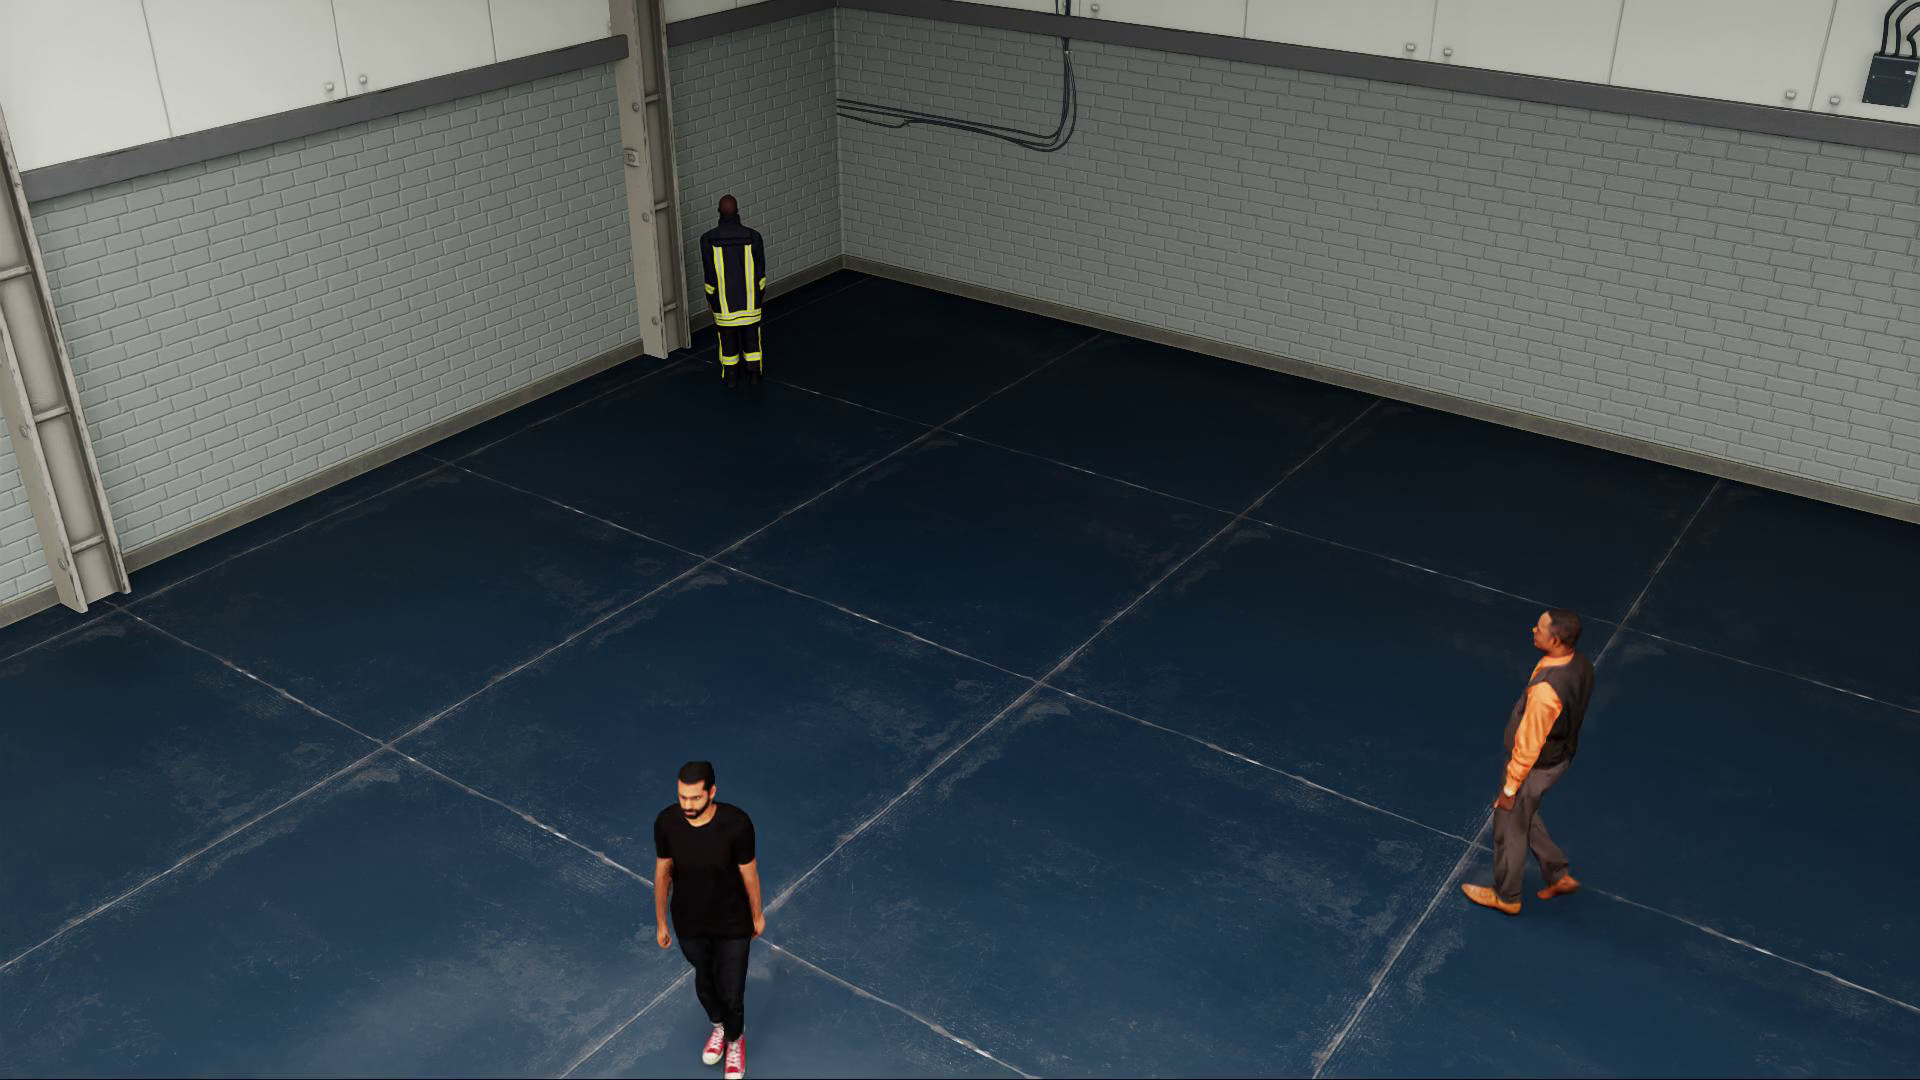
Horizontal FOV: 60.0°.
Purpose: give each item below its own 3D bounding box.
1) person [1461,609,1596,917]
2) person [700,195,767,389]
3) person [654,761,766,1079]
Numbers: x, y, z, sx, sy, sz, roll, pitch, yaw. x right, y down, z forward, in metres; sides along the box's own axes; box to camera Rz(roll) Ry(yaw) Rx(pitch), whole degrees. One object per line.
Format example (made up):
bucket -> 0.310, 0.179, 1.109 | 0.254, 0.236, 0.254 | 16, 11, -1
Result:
person -> 3.098, 1.217, 8.696 | 0.814, 1.897, 0.798 | 23, 35, 36
person -> -2.079, -2.316, 15.410 | 0.851, 1.822, 0.918 | -6, 29, -10
person -> -1.156, 1.732, 7.892 | 0.765, 1.745, 0.799 | 4, 28, 7
